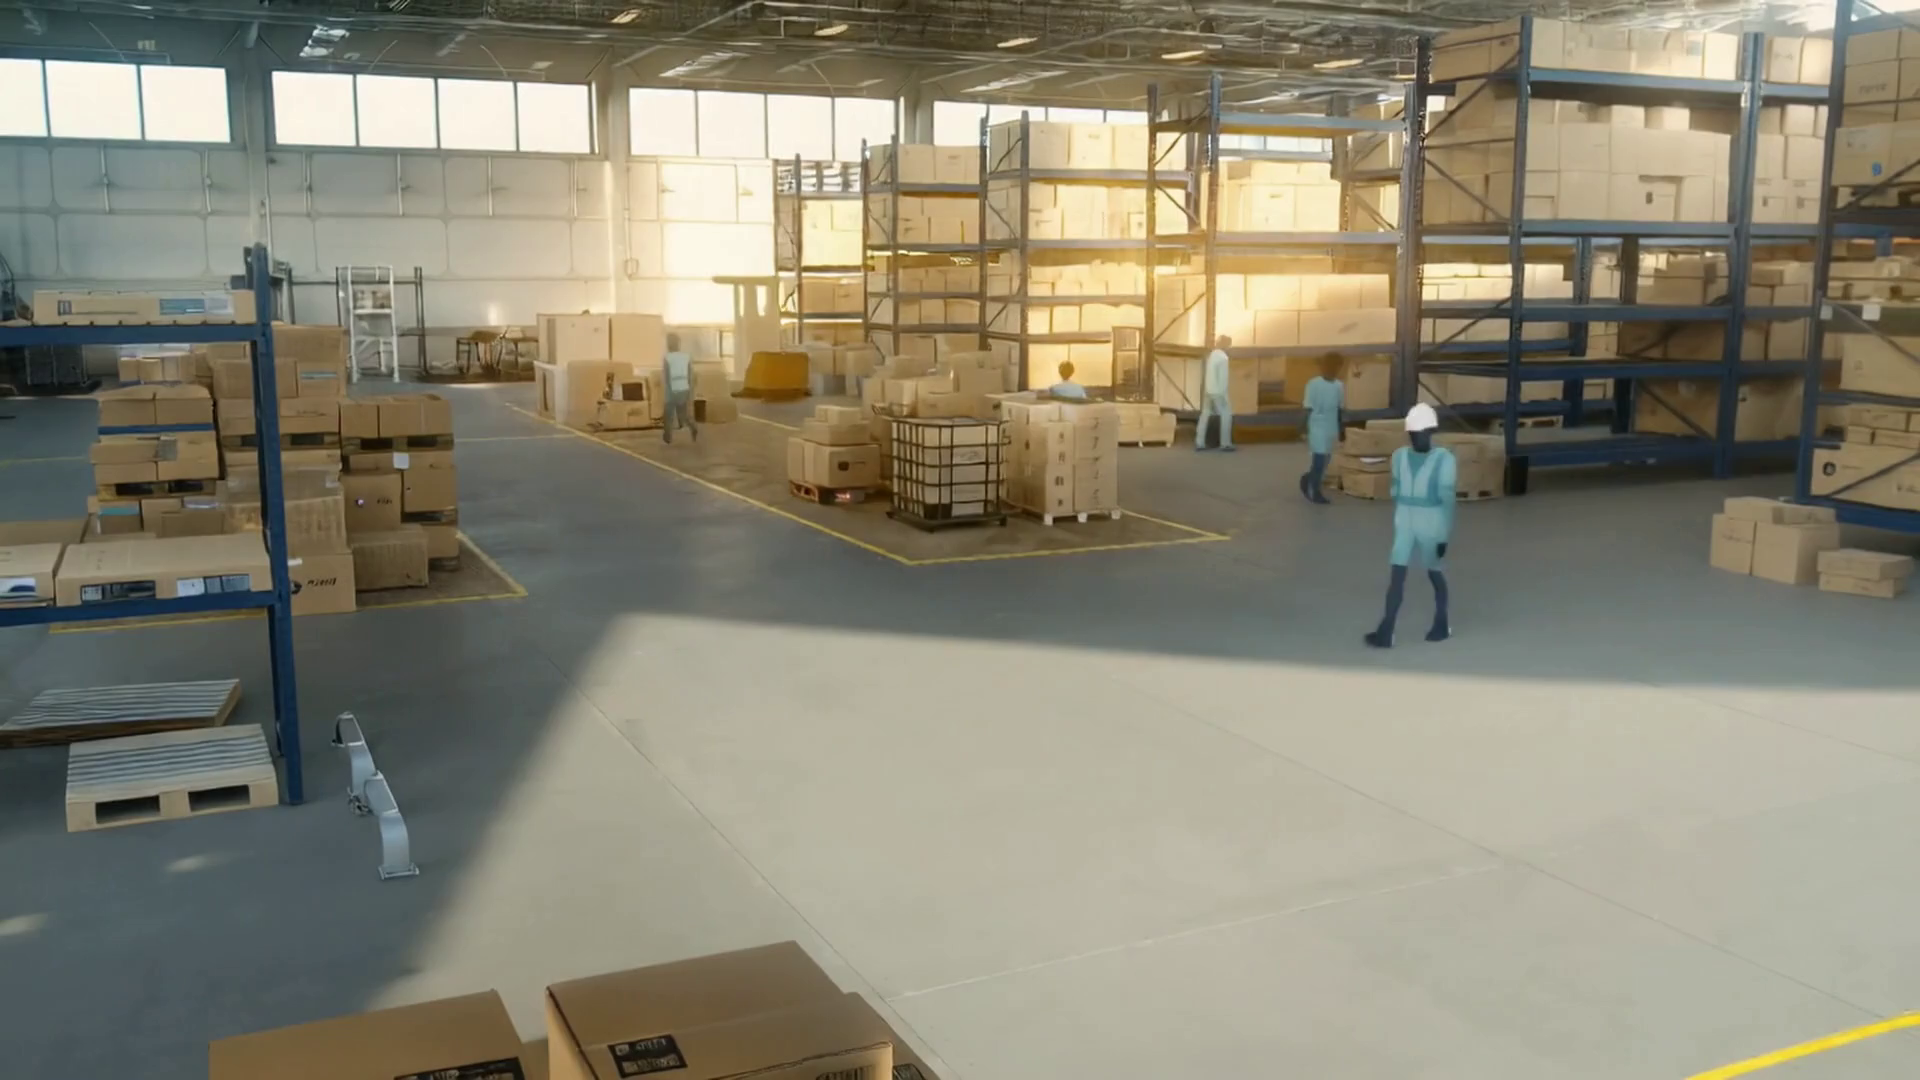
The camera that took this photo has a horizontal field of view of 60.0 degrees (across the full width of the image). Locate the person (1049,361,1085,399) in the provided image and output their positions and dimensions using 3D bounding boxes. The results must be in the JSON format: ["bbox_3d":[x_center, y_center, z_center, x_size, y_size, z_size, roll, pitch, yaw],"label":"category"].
[{"bbox_3d":[1.479,-1.609,22.765,0.543,1.677,0.640,-3,9,-15],"label":"person"}]

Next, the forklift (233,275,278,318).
[{"bbox_3d":[-16.138,-4.704,38.269,1.129,2.768,1.873,-4,10,-25],"label":"forklift"}]

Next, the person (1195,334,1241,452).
[{"bbox_3d":[4.127,-2.342,26.711,0.704,1.900,0.643,-3,10,-20],"label":"person"}]

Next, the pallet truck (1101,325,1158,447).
[{"bbox_3d":[2.881,-2.596,27.923,0.823,1.965,1.885,-1,9,-7],"label":"pallet truck"}]

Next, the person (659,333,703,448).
[{"bbox_3d":[-4.634,-2.464,27.422,0.893,1.891,0.594,8,12,39],"label":"person"}]

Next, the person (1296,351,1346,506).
[{"bbox_3d":[4.486,-1.416,20.849,0.656,1.925,0.780,-5,10,-27],"label":"person"}]

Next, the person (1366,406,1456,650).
[{"bbox_3d":[3.528,-0.095,12.797,0.553,1.875,1.021,8,12,41],"label":"person"}]

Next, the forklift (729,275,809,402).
[{"bbox_3d":[-4.423,-4.560,37.377,1.873,2.768,1.129,6,11,34],"label":"forklift"}]
